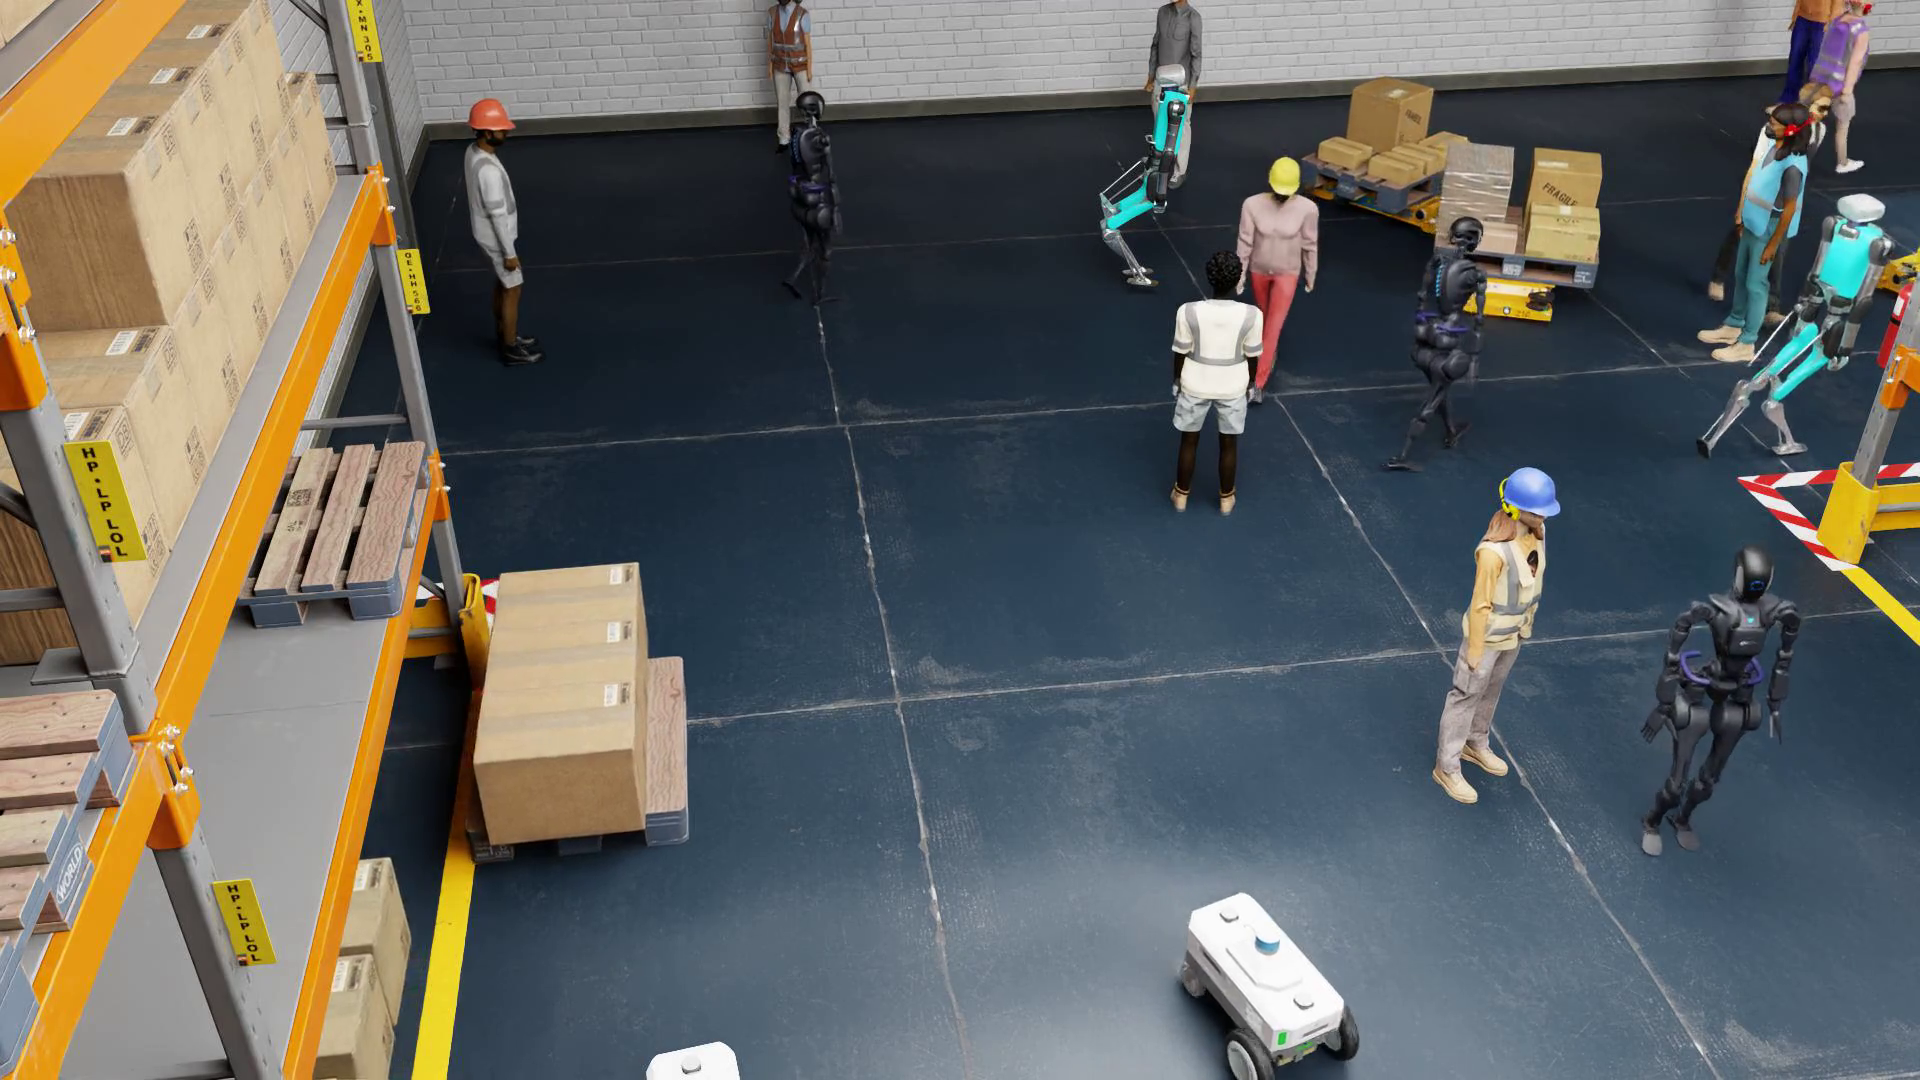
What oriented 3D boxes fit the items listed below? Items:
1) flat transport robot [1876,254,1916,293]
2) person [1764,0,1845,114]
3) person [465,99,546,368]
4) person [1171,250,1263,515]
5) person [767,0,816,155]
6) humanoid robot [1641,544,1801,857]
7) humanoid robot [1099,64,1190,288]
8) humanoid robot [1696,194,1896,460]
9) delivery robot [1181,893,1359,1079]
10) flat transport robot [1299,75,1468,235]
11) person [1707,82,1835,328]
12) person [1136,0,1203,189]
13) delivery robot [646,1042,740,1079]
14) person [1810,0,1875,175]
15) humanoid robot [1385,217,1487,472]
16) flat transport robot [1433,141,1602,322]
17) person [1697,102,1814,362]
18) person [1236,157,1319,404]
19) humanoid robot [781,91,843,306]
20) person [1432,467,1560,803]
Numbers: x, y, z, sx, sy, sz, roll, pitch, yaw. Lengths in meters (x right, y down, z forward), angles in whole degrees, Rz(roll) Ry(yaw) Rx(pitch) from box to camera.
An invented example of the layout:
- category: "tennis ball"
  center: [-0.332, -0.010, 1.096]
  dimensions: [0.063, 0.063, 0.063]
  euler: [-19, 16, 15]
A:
- category: "flat transport robot"
  center: [7.736, -1.875, 12.725]
  dimensions: [0.659, 0.231, 1.431]
  euler: [-17, 37, -24]
- category: "person"
  center: [8.224, -5.032, 16.013]
  dimensions: [0.402, 1.973, 0.515]
  euler: [-12, 35, -18]
- category: "person"
  center: [-3.191, -2.130, 11.605]
  dimensions: [0.387, 1.922, 0.549]
  euler: [-14, 36, -21]
- category: "person"
  center: [1.522, -0.921, 9.964]
  dimensions: [0.535, 1.691, 0.319]
  euler: [3, 33, 5]
- category: "person"
  center: [-1.547, -4.337, 15.207]
  dimensions: [0.424, 1.680, 0.310]
  euler: [9, 34, 14]
- category: "humanoid robot"
  center: [3.405, 0.746, 7.428]
  dimensions: [0.609, 1.649, 0.411]
  euler: [1, 33, 2]
- category: "humanoid robot"
  center: [1.326, -2.751, 12.602]
  dimensions: [0.735, 1.677, 0.533]
  euler: [0, 33, 0]
- category: "humanoid robot"
  center: [5.174, -1.254, 10.461]
  dimensions: [0.927, 1.807, 0.560]
  euler: [-8, 34, -12]
- category: "delivery robot"
  center: [1.242, 1.831, 6.791]
  dimensions: [0.499, 0.602, 0.795]
  euler: [-15, 36, -22]
- category: "flat transport robot"
  center: [3.771, -2.997, 14.445]
  dimensions: [0.659, 0.231, 1.431]
  euler: [-28, 42, -36]
- category: "person"
  center: [5.980, -2.487, 12.267]
  dimensions: [0.621, 1.780, 0.979]
  euler: [-2, 33, -3]
- category: "person"
  center: [1.874, -4.047, 14.562]
  dimensions: [0.539, 1.902, 0.392]
  euler: [27, 42, 35]
- category: "delivery robot"
  center: [-0.938, 2.258, 6.128]
  dimensions: [0.499, 0.592, 0.774]
  euler: [-9, 34, -13]
- category: "person"
  center: [7.819, -4.036, 14.757]
  dimensions: [0.843, 1.656, 0.503]
  euler: [-12, 35, -17]
- category: "humanoid robot"
  center: [3.066, -1.230, 10.499]
  dimensions: [0.789, 1.616, 0.612]
  euler: [-17, 37, -24]
- category: "flat transport robot"
  center: [4.329, -2.128, 13.113]
  dimensions: [0.659, 0.231, 1.431]
  euler: [9, 34, 14]
- category: "person"
  center: [5.649, -2.157, 11.696]
  dimensions: [0.371, 1.865, 0.542]
  euler: [2, 33, 3]
- category: "person"
  center: [2.137, -1.800, 11.292]
  dimensions: [0.532, 1.693, 0.897]
  euler: [13, 35, 19]
- category: "humanoid robot"
  center: [-1.141, -2.530, 12.439]
  dimensions: [0.459, 1.637, 0.592]
  euler: [-24, 40, -32]
- category: "person"
  center: [2.529, 0.435, 7.805]
  dimensions: [0.478, 1.777, 0.306]
  euler: [-27, 42, -35]
